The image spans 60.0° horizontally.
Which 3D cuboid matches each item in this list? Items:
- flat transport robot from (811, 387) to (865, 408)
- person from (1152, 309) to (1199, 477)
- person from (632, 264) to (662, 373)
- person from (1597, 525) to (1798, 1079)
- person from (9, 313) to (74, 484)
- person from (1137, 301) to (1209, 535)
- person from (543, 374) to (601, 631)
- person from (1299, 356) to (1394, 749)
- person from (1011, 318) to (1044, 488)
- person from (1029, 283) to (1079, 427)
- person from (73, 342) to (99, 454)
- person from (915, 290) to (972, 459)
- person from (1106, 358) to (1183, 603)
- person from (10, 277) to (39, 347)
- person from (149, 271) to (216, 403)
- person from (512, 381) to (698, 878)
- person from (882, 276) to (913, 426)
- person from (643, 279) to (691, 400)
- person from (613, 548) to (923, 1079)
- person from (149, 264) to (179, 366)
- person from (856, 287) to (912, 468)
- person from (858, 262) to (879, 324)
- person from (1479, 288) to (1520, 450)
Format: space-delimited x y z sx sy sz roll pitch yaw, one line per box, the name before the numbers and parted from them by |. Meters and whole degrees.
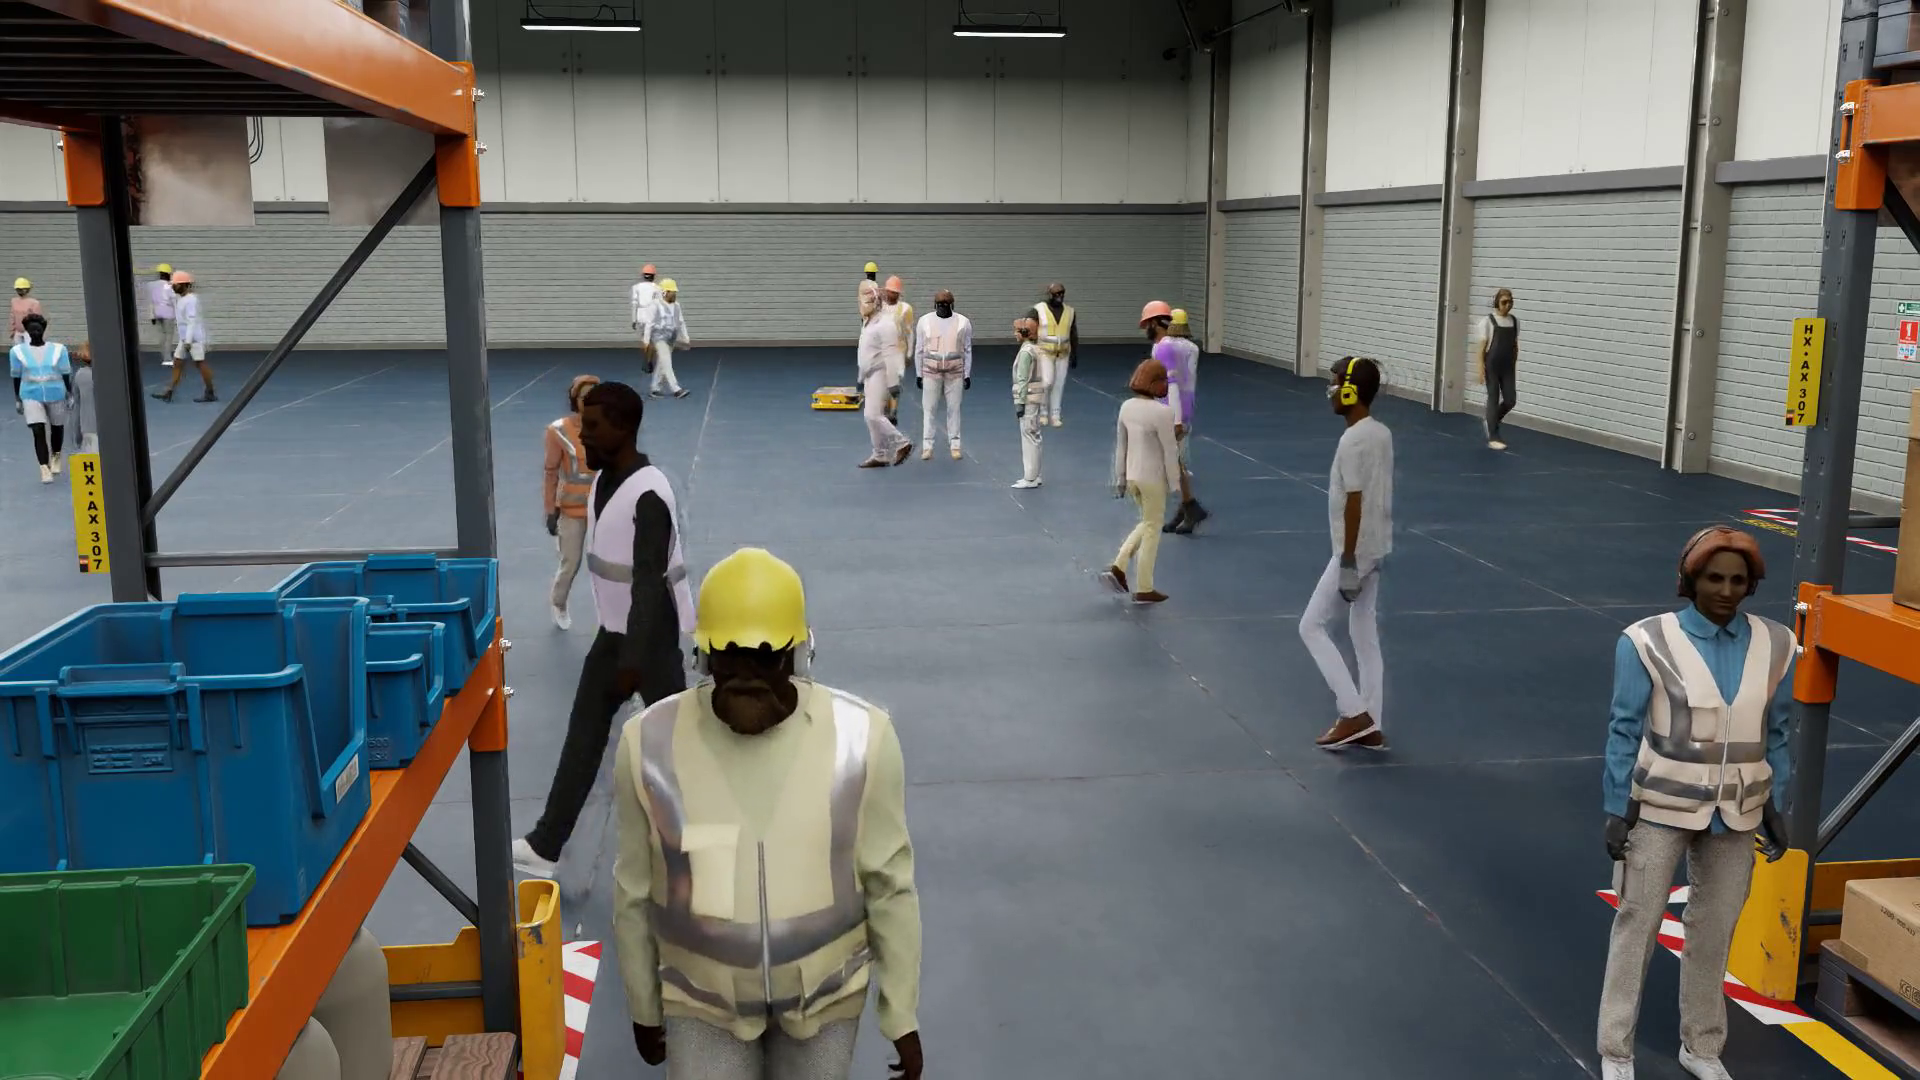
flat transport robot | -1.711 -2.026 23.632 0.652 0.197 1.431 0 10 2
person | 2.083 -1.417 16.374 0.493 1.711 0.827 5 11 25
person | -5.505 -3.945 29.652 0.571 1.905 0.824 1 10 8
person | 2.026 0.764 4.590 0.523 1.636 0.311 -1 10 -3
person | -9.091 -1.423 16.491 0.532 1.665 0.793 -6 12 -31
person | 1.700 -0.984 13.492 0.621 1.885 0.594 3 11 16
person | -2.235 -0.188 9.893 0.527 1.612 0.770 -6 12 -31
person | 1.842 0.074 7.777 0.428 1.856 0.503 8 13 38
person | 0.655 -1.313 15.995 0.312 1.635 0.513 2 11 12
person | 1.192 -2.331 21.034 0.654 1.824 0.455 -4 11 -19
person | -6.874 -0.853 13.525 0.532 1.598 0.768 6 12 31
person | -0.179 -1.784 18.019 0.621 1.837 0.429 0 10 -1
person | 1.236 -0.377 10.885 0.383 1.619 0.507 -6 12 -28
person | -15.102 -3.368 26.913 0.565 1.751 0.608 3 11 17
person | -11.269 -2.911 24.011 0.930 1.896 0.569 -10 14 -43
person | -1.307 0.359 6.157 0.966 1.868 0.618 -6 12 -32
person | -0.933 -2.397 21.205 0.644 1.885 0.949 1 10 5
person | -4.317 -2.968 24.663 0.932 1.774 0.630 7 12 32
person | -0.372 0.916 3.261 0.606 1.810 0.576 -2 10 -9
person | -14.860 -4.227 31.242 0.605 1.893 0.643 4 11 21
person | -0.839 -1.669 17.246 0.462 1.888 0.669 -3 11 -18
person | -1.660 -4.203 31.016 0.367 1.927 0.594 -7 12 -34
person | 6.108 -1.950 18.942 0.516 1.830 0.501 -2 11 -12
